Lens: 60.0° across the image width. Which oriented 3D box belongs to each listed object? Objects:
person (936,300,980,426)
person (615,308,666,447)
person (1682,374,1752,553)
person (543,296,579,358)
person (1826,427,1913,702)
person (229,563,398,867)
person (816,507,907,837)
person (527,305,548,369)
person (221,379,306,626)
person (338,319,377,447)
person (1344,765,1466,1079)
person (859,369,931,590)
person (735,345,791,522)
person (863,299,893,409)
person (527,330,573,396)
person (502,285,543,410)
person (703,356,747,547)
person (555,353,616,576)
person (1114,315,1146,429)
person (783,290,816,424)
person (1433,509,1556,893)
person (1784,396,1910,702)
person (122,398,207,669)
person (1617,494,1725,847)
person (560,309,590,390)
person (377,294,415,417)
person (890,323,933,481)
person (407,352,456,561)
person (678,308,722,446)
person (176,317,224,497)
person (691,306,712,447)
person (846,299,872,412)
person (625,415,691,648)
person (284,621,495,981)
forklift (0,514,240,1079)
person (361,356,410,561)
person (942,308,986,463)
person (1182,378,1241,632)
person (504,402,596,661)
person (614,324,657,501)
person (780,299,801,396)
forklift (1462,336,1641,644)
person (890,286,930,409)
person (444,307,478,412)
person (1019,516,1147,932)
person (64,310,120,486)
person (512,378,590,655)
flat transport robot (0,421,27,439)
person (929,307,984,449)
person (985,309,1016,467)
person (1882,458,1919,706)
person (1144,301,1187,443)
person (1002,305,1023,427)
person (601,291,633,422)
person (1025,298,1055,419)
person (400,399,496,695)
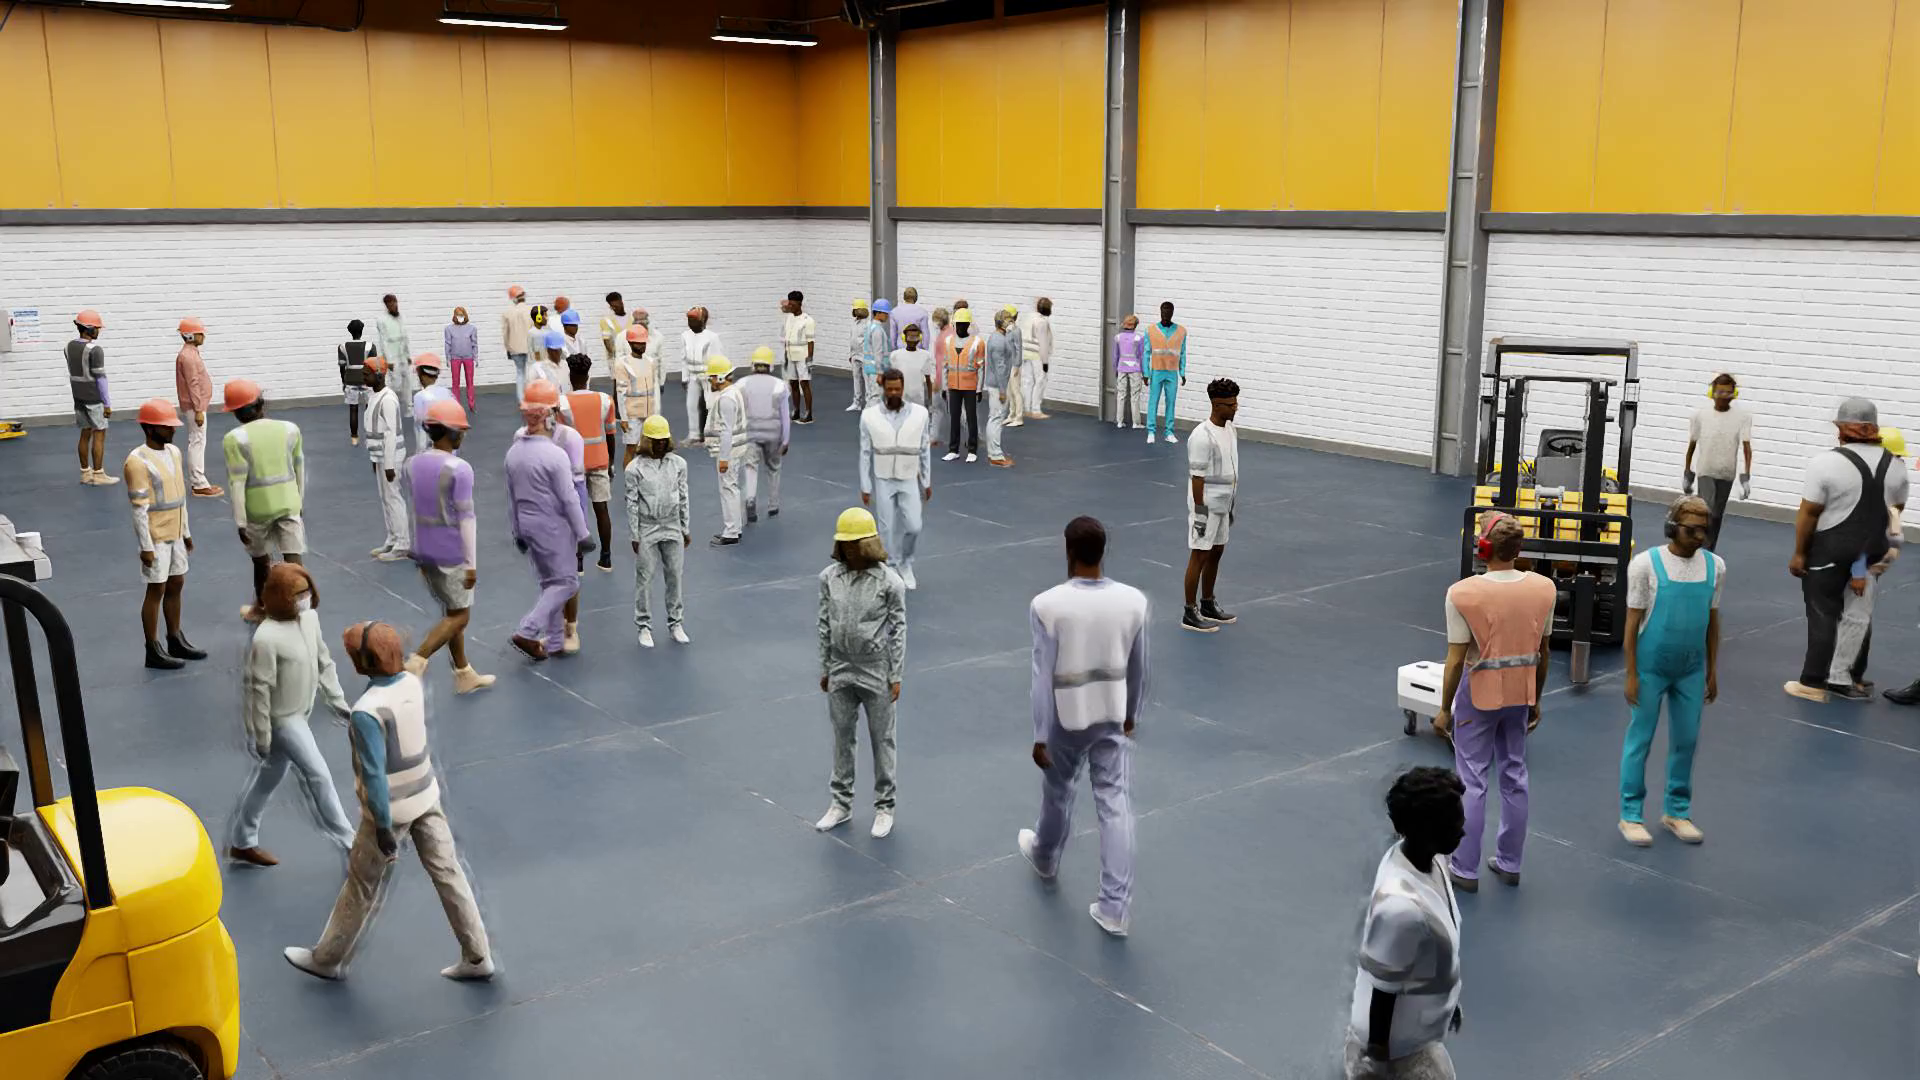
[{"bbox_3d":[0.019,-2.577,24.244,0.657,1.804,0.923,-5,13,-23],"label":"person"},{"bbox_3d":[-4.103,-2.029,21.416,0.659,1.881,0.750,-3,12,-13],"label":"person"},{"bbox_3d":[6.574,-0.552,14.474,0.492,1.813,0.987,3,12,13],"label":"person"},{"bbox_3d":[-5.965,-2.705,24.781,0.605,1.850,0.951,1,12,3],"label":"person"},{"bbox_3d":[6.020,0.154,11.052,0.404,1.819,0.618,9,15,38],"label":"person"},{"bbox_3d":[-3.250,0.874,8.131,0.873,1.573,0.493,0,12,2],"label":"person"},{"bbox_3d":[-0.519,0.686,8.643,0.487,1.744,0.314,5,13,21],"label":"person"},{"bbox_3d":[-5.675,-2.229,22.448,0.325,1.862,0.511,-3,12,-16],"label":"person"},{"bbox_3d":[-5.225,-0.232,12.511,0.639,1.979,0.980,-10,15,-39],"label":"person"},{"bbox_3d":[-7.987,-2.088,22.152,0.533,1.697,0.319,-2,12,-7],"label":"person"},{"bbox_3d":[1.309,1.464,5.122,0.862,1.659,0.535,4,12,17],"label":"person"},{"bbox_3d":[-0.543,-0.486,13.920,0.616,1.901,0.454,-2,12,-8],"label":"person"},{"bbox_3d":[-2.021,-1.071,16.962,0.595,1.812,0.727,0,12,0],"label":"person"},{"bbox_3d":[-1.106,-2.295,22.566,0.412,1.938,0.605,-2,12,-7],"label":"person"},{"bbox_3d":[-4.395,-1.315,17.900,0.619,1.920,0.853,-9,15,-37],"label":"person"},{"bbox_3d":[-6.740,-2.965,25.772,0.636,1.952,0.439,-1,12,-7],"label":"person"},{"bbox_3d":[-2.235,-0.846,15.862,0.403,1.821,0.602,-1,12,-4],"label":"person"},{"bbox_3d":[-3.309,-0.663,14.620,0.607,1.966,0.367,-8,14,-34],"label":"person"},{"bbox_3d":[2.433,-2.399,23.798,0.512,1.640,0.309,7,14,31],"label":"person"},{"bbox_3d":[-2.365,-2.676,24.373,0.607,1.958,0.374,11,16,43],"label":"person"},{"bbox_3d":[2.546,0.778,7.938,0.566,1.849,0.387,-3,12,-16],"label":"person"},{"bbox_3d":[5.835,0.043,11.030,0.709,2.000,0.536,-2,12,-9],"label":"person"},{"bbox_3d":[-5.609,-0.046,11.747,0.396,1.929,0.539,1,12,6],"label":"person"},{"bbox_3d":[3.637,0.662,8.523,0.510,1.841,0.345,-1,12,-4],"label":"person"},{"bbox_3d":[-4.767,-1.856,20.425,0.384,1.949,0.605,7,13,29],"label":"person"},{"bbox_3d":[-8.461,-2.744,24.868,0.533,1.882,0.651,3,12,15],"label":"person"},{"bbox_3d":[-0.568,-1.599,19.414,0.515,1.859,0.320,-1,12,-7],"label":"person"},{"bbox_3d":[-4.894,-0.761,15.302,0.378,1.890,0.801,3,12,12],"label":"person"},{"bbox_3d":[-3.414,-2.124,21.962,0.818,1.865,0.405,7,14,30],"label":"person"},{"bbox_3d":[-8.472,-1.476,18.475,0.381,1.994,0.613,-6,13,-26],"label":"person"},{"bbox_3d":[-3.424,-2.180,22.197,0.335,1.865,0.519,-10,15,-39],"label":"person"},{"bbox_3d":[-1.540,-2.850,25.721,0.483,1.745,0.301,10,15,40],"label":"person"},{"bbox_3d":[-2.222,-0.066,12.302,0.479,1.733,0.332,-7,14,-32],"label":"person"},{"bbox_3d":[-2.399,1.109,6.978,0.898,1.583,0.520,3,12,13],"label":"person"},{"bbox_3d":[-3.687,1.115,5.480,2.313,2.155,1.214,-9,15,-36],"label":"forklift"},{"bbox_3d":[-5.264,-0.745,15.245,0.351,1.878,0.568,-6,13,-28],"label":"person"},{"bbox_3d":[0.034,-1.939,20.869,0.587,1.930,0.363,5,13,24],"label":"person"},{"bbox_3d":[1.951,-0.276,12.783,0.386,1.957,0.603,8,14,33],"label":"person"},{"bbox_3d":[-2.988,-0.052,11.904,0.531,1.886,0.665,-11,16,-42],"label":"person"},{"bbox_3d":[-3.496,-1.383,18.167,0.361,1.938,0.546,8,14,34],"label":"person"},{"bbox_3d":[-2.859,-3.183,27.609,0.447,1.633,0.540,0,12,-2],"label":"person"},{"bbox_3d":[4.683,-0.471,13.136,1.214,2.155,2.313,4,12,20],"label":"forklift"},{"bbox_3d":[-0.765,-2.926,25.612,0.635,1.937,0.354,4,12,17],"label":"person"},{"bbox_3d":[-7.681,-2.781,25.657,0.498,1.633,0.289,-4,12,-20],"label":"person"},{"bbox_3d":[0.575,0.807,7.770,0.618,1.859,1.009,-4,12,-19],"label":"person"},{"bbox_3d":[-9.969,-1.626,19.130,0.612,2.029,0.409,6,13,28],"label":"person"},{"bbox_3d":[-3.004,-0.169,12.092,0.699,2.029,0.423,6,13,28],"label":"person"},{"bbox_3d":[-13.673,-1.523,22.886,1.431,0.197,0.652,4,12,19],"label":"flat transport robot"},{"bbox_3d":[-0.103,-2.111,21.809,0.836,1.896,0.630,-2,12,-8],"label":"person"},{"bbox_3d":[0.492,-1.871,20.530,0.378,1.937,0.628,0,12,-2],"label":"person"},{"bbox_3d":[6.223,0.242,10.515,0.625,1.867,0.661,-6,13,-29],"label":"person"},{"bbox_3d":[2.769,-2.267,22.489,0.590,1.916,0.393,-1,12,-6],"label":"person"},{"bbox_3d":[0.736,-2.523,24.092,0.323,1.764,0.533,-4,12,-17],"label":"person"},{"bbox_3d":[-4.944,-2.704,24.569,0.670,1.929,0.469,-4,12,-19],"label":"person"},{"bbox_3d":[1.187,-2.724,24.987,0.434,1.813,0.755,-3,12,-14],"label":"person"},{"bbox_3d":[-3.444,0.099,10.850,0.624,2.012,0.824,8,14,35],"label":"person"}]
